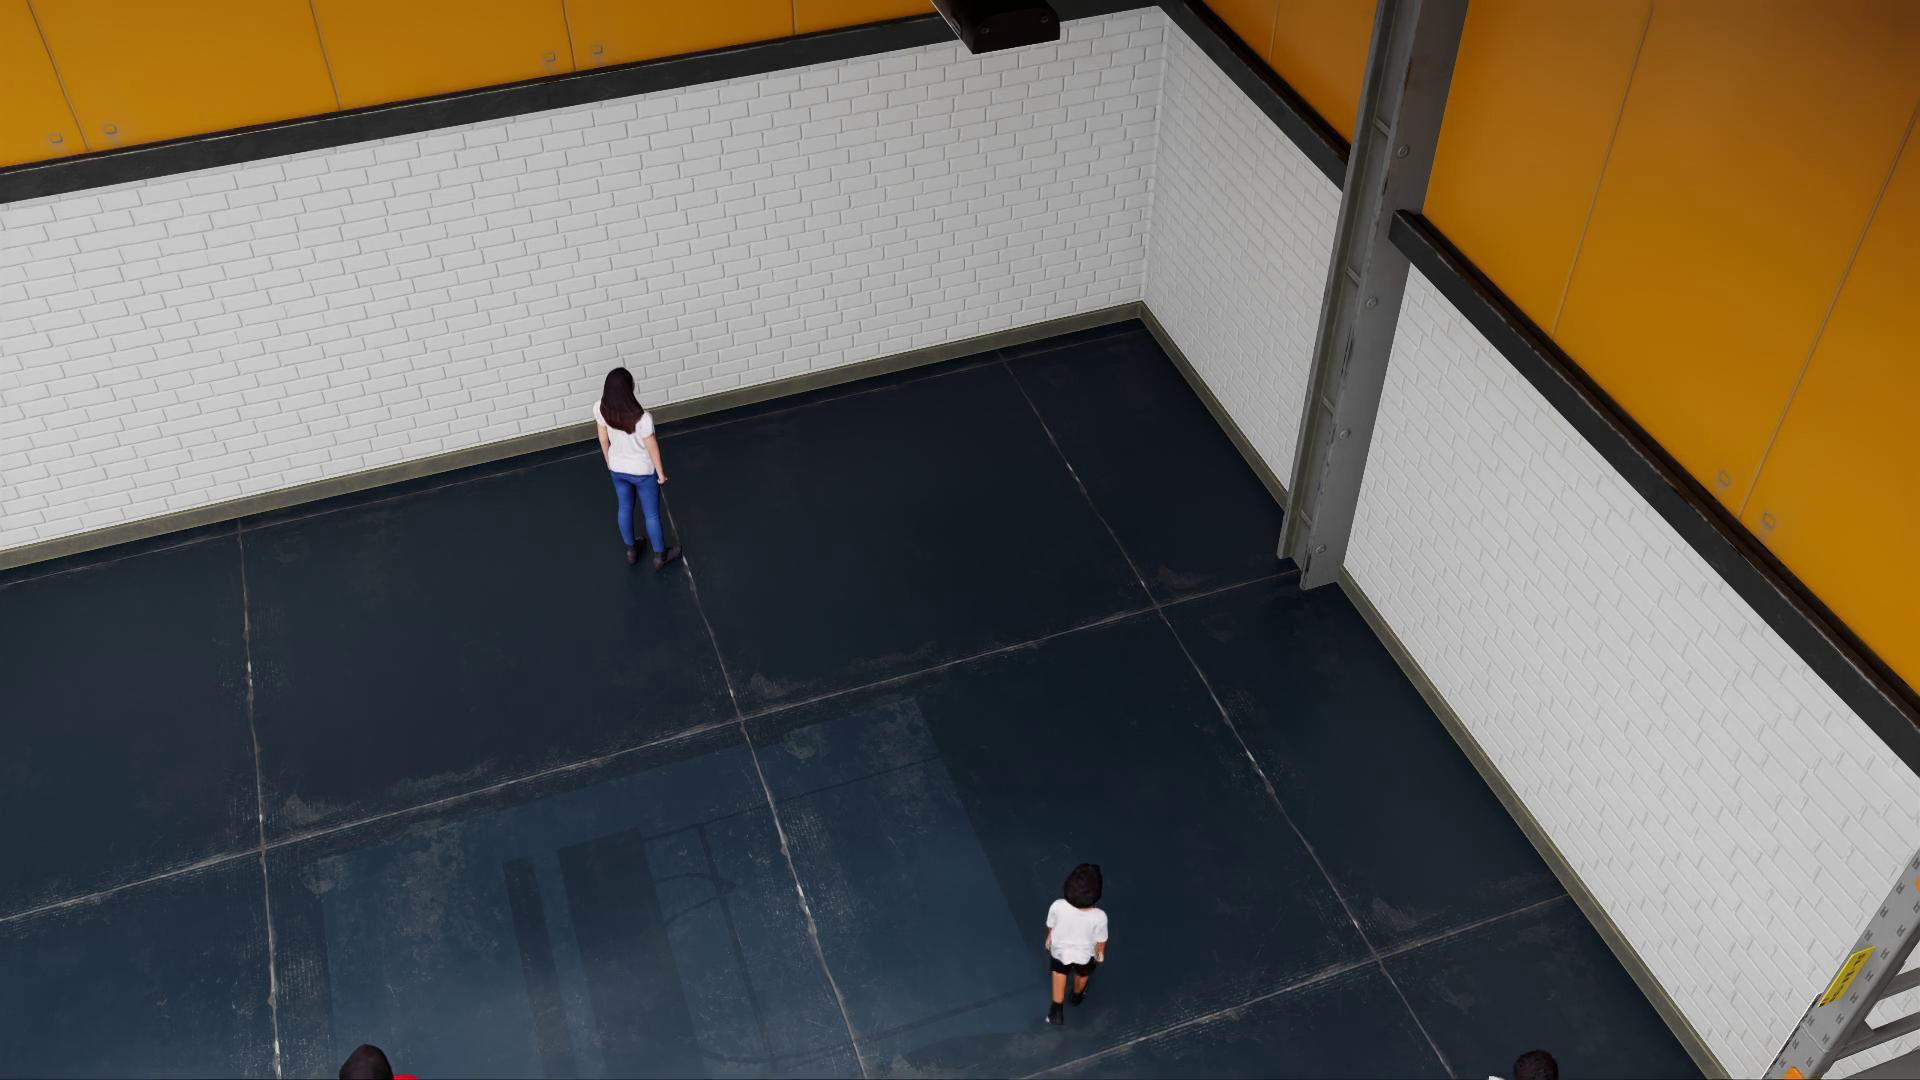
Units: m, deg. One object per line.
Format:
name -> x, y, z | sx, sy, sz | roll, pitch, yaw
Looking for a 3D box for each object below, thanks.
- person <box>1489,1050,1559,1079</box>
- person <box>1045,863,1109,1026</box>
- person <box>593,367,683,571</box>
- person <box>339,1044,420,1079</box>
person -> 2.601, 2.953, 7.913 | 0.920, 1.530, 0.871 | 31, 52, 28
person -> 0.606, 2.198, 8.908 | 0.674, 1.249, 0.771 | 9, 44, 9
person -> -2.239, -0.477, 11.401 | 0.680, 1.684, 0.728 | 15, 46, 15
person -> -2.597, 2.881, 7.834 | 0.581, 1.743, 0.516 | -10, 45, -11
